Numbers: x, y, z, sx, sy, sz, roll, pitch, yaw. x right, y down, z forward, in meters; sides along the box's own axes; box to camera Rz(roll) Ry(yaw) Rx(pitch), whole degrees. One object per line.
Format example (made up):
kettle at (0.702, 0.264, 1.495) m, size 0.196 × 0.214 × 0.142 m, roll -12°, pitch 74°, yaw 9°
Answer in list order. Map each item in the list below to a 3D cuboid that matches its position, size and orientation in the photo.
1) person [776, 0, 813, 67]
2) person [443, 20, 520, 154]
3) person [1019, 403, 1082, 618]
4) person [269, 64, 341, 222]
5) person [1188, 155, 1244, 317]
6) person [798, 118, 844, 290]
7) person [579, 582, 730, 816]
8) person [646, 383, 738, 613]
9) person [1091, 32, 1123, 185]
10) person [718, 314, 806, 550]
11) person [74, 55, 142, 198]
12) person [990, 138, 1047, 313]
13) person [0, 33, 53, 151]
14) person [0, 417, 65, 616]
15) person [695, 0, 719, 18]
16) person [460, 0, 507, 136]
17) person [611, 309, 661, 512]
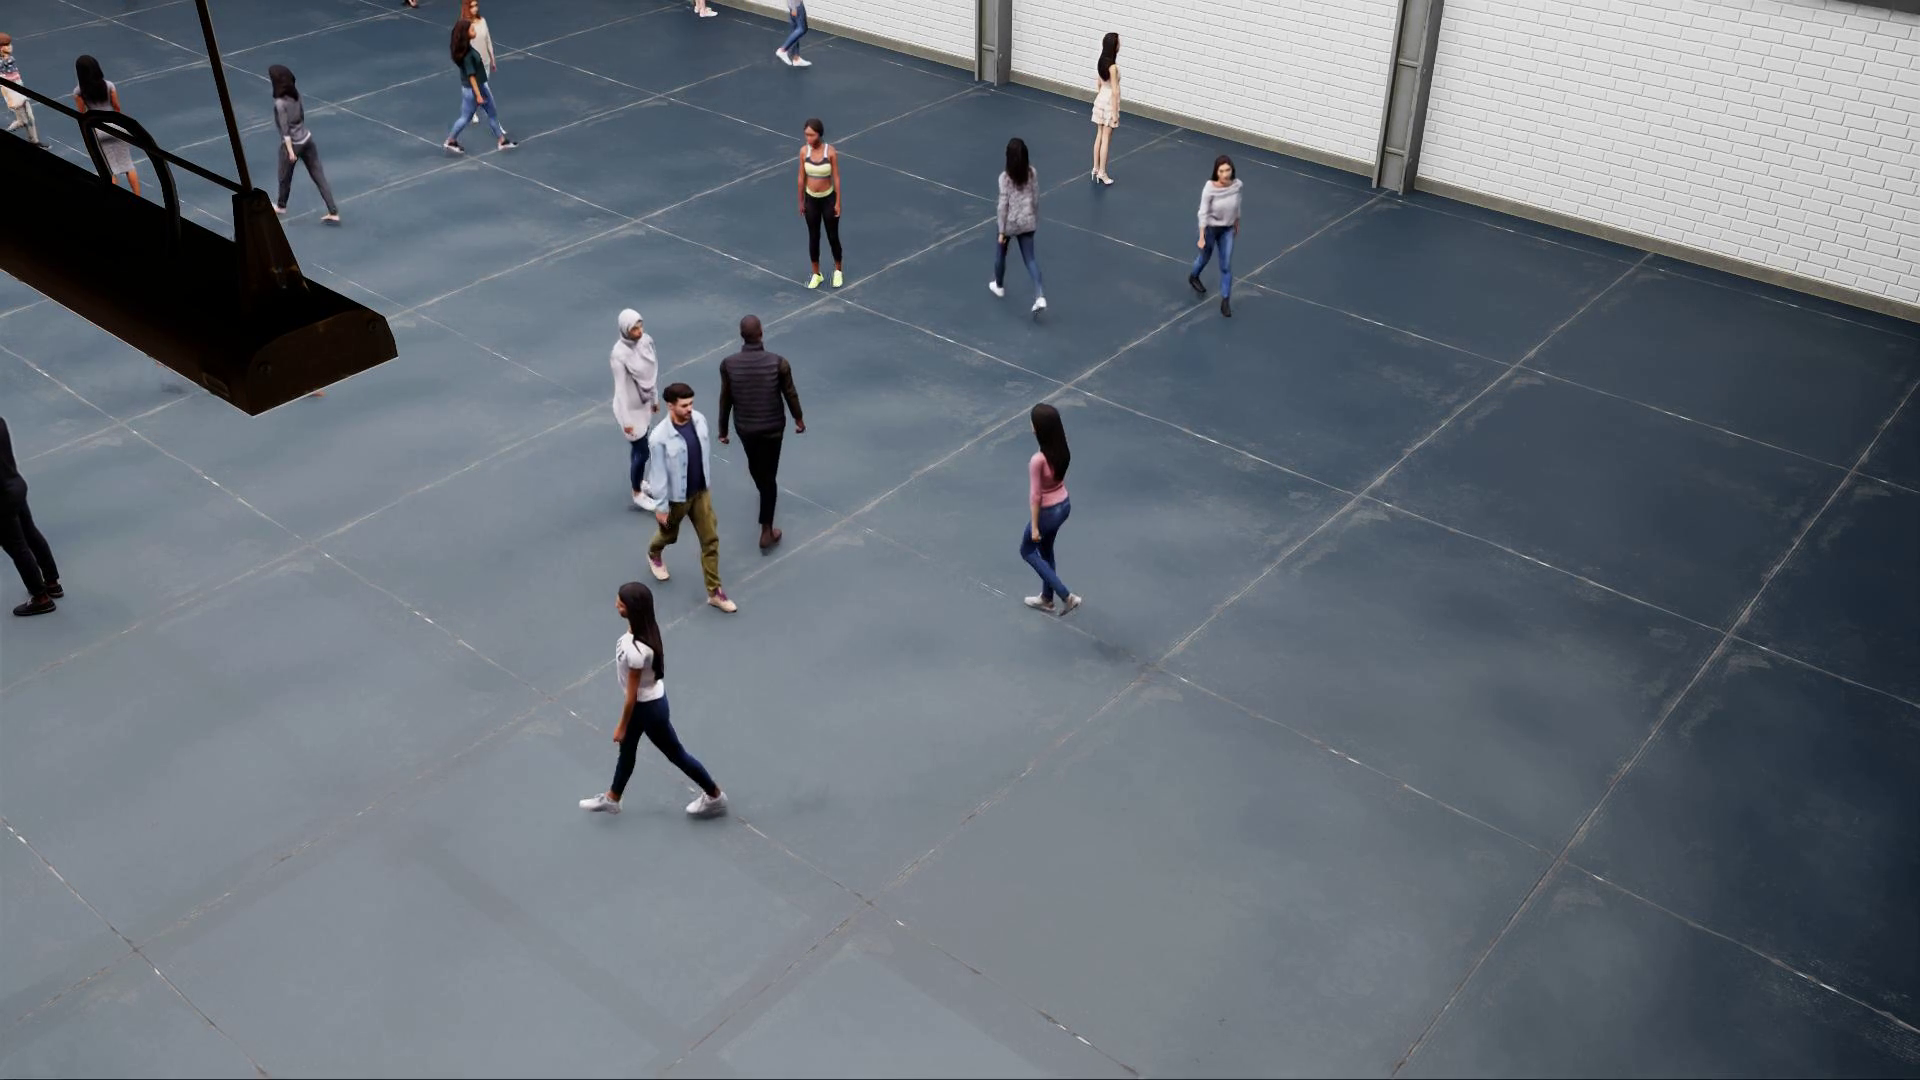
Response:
person at (-2.340, -7.266, 22.541) m, size 0.867 × 1.727 × 0.807 m, roll -2°, pitch 34°, yaw -3°
person at (-5.875, -5.352, 19.795) m, size 1.072 × 1.579 × 1.113 m, roll -8°, pitch 34°, yaw -12°
person at (0.696, -0.159, 11.848) m, size 0.748 × 1.729 × 0.620 m, roll 24°, pitch 41°, yaw 32°
person at (-7.077, -4.234, 17.993) m, size 1.229 × 1.714 × 0.889 m, roll 11°, pitch 35°, yaw 16°
person at (2.480, -3.039, 16.306) m, size 1.027 × 1.591 × 1.182 m, roll -13°, pitch 36°, yaw -18°
person at (-1.392, -3.395, 16.696) m, size 0.679 × 1.752 × 0.760 m, roll 3°, pitch 34°, yaw 5°
person at (-1.787, 1.029, 10.061) m, size 1.113 × 1.729 × 1.135 m, roll -6°, pitch 34°, yaw -9°
person at (-2.072, -0.347, 12.100) m, size 0.745 × 1.764 × 1.216 m, roll -29°, pitch 43°, yaw -36°
person at (1.674, -4.944, 19.042) m, size 0.728 × 1.734 × 0.624 m, roll -11°, pitch 35°, yaw -16°
person at (-1.552, -0.794, 12.755) m, size 1.280 × 1.783 × 1.272 m, roll 3°, pitch 34°, yaw 5°
person at (-9.323, -4.428, 18.225) m, size 0.643 × 1.779 × 0.645 m, roll -17°, pitch 37°, yaw -23°
person at (0.595, -3.026, 16.192) m, size 0.961 × 1.695 × 1.256 m, roll -15°, pitch 36°, yaw -21°
person at (-11.371, -5.338, 19.907) m, size 0.838 × 1.432 × 0.763 m, roll 0°, pitch 34°, yaw 0°
person at (-6.865, -0.280, 11.948) m, size 0.788 × 1.819 × 0.749 m, roll 0°, pitch 34°, yaw 0°
person at (-3.870, -8.705, 24.682) m, size 0.716 × 1.754 × 0.620 m, roll -14°, pitch 36°, yaw -19°
person at (-5.989, -5.875, 20.491) m, size 1.138 × 1.680 × 0.657 m, roll 19°, pitch 38°, yaw 26°
person at (-2.602, -1.058, 13.171) m, size 0.680 × 1.762 × 0.664 m, roll 15°, pitch 36°, yaw 21°
